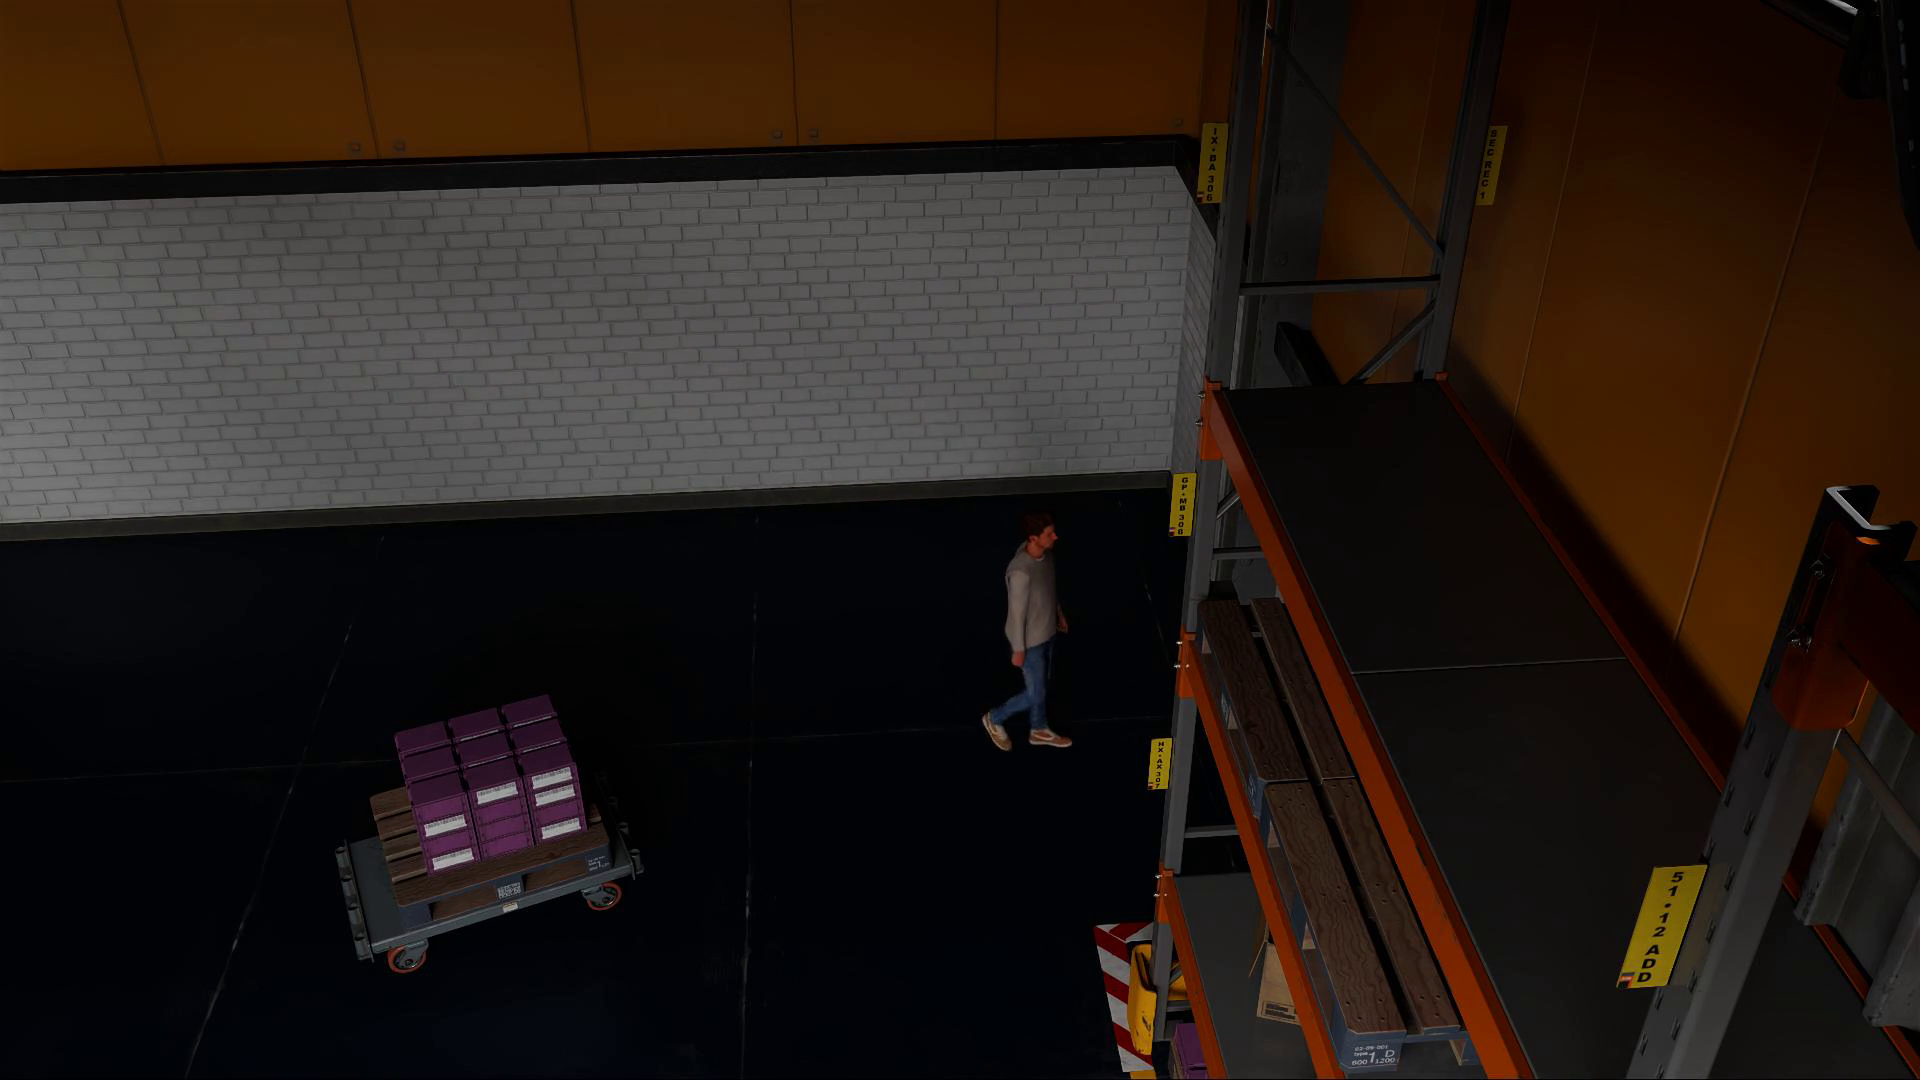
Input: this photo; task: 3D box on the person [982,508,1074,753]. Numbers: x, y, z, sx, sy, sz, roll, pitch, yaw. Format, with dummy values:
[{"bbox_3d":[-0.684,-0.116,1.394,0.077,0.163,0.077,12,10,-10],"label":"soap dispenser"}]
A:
[{"bbox_3d":[0.409,0.585,10.765,0.927,1.893,0.904,11,35,16],"label":"person"}]
